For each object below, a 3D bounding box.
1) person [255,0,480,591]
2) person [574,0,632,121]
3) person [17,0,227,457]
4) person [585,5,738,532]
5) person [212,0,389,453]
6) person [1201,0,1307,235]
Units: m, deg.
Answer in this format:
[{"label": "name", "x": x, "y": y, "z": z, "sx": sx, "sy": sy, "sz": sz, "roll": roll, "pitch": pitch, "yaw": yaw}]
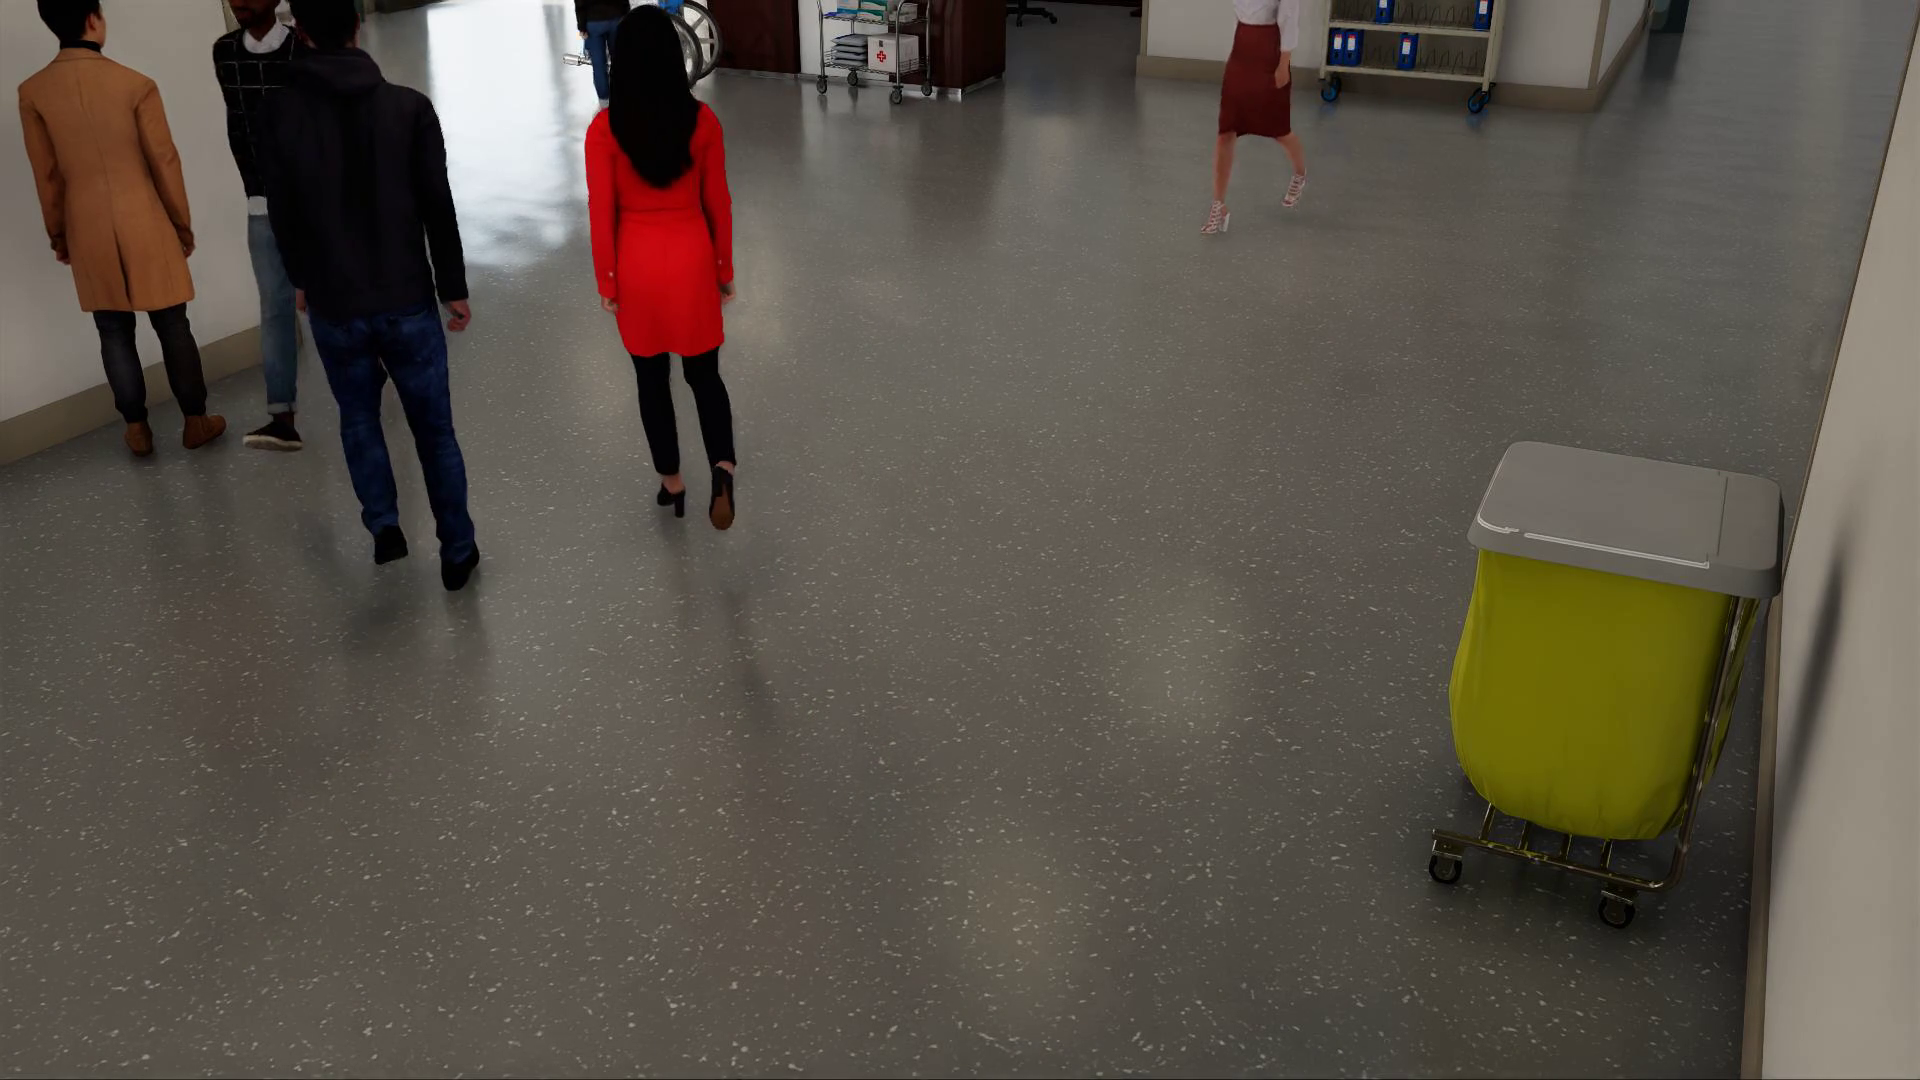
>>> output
[{"label": "person", "x": -1.771, "y": -0.692, "z": 4.973, "sx": 0.818, "sy": 1.869, "sz": 0.890, "roll": -4, "pitch": 26, "yaw": -9}, {"label": "person", "x": -2.397, "y": -3.548, "z": 11.355, "sx": 0.764, "sy": 1.470, "sz": 0.885, "roll": -18, "pitch": 31, "yaw": -33}, {"label": "person", "x": -3.055, "y": -1.148, "z": 6.035, "sx": 0.751, "sy": 1.727, "sz": 0.824, "roll": -6, "pitch": 26, "yaw": -13}, {"label": "person", "x": -0.921, "y": -0.793, "z": 5.339, "sx": 0.959, "sy": 1.733, "sz": 1.028, "roll": -10, "pitch": 27, "yaw": -20}, {"label": "person", "x": -2.424, "y": -1.261, "z": 6.281, "sx": 1.280, "sy": 1.758, "sz": 1.051, "roll": 2, "pitch": 26, "yaw": 5}, {"label": "person", "x": 1.665, "y": -2.507, "z": 8.916, "sx": 0.961, "sy": 1.713, "sz": 1.126, "roll": -21, "pitch": 33, "yaw": -37}]
